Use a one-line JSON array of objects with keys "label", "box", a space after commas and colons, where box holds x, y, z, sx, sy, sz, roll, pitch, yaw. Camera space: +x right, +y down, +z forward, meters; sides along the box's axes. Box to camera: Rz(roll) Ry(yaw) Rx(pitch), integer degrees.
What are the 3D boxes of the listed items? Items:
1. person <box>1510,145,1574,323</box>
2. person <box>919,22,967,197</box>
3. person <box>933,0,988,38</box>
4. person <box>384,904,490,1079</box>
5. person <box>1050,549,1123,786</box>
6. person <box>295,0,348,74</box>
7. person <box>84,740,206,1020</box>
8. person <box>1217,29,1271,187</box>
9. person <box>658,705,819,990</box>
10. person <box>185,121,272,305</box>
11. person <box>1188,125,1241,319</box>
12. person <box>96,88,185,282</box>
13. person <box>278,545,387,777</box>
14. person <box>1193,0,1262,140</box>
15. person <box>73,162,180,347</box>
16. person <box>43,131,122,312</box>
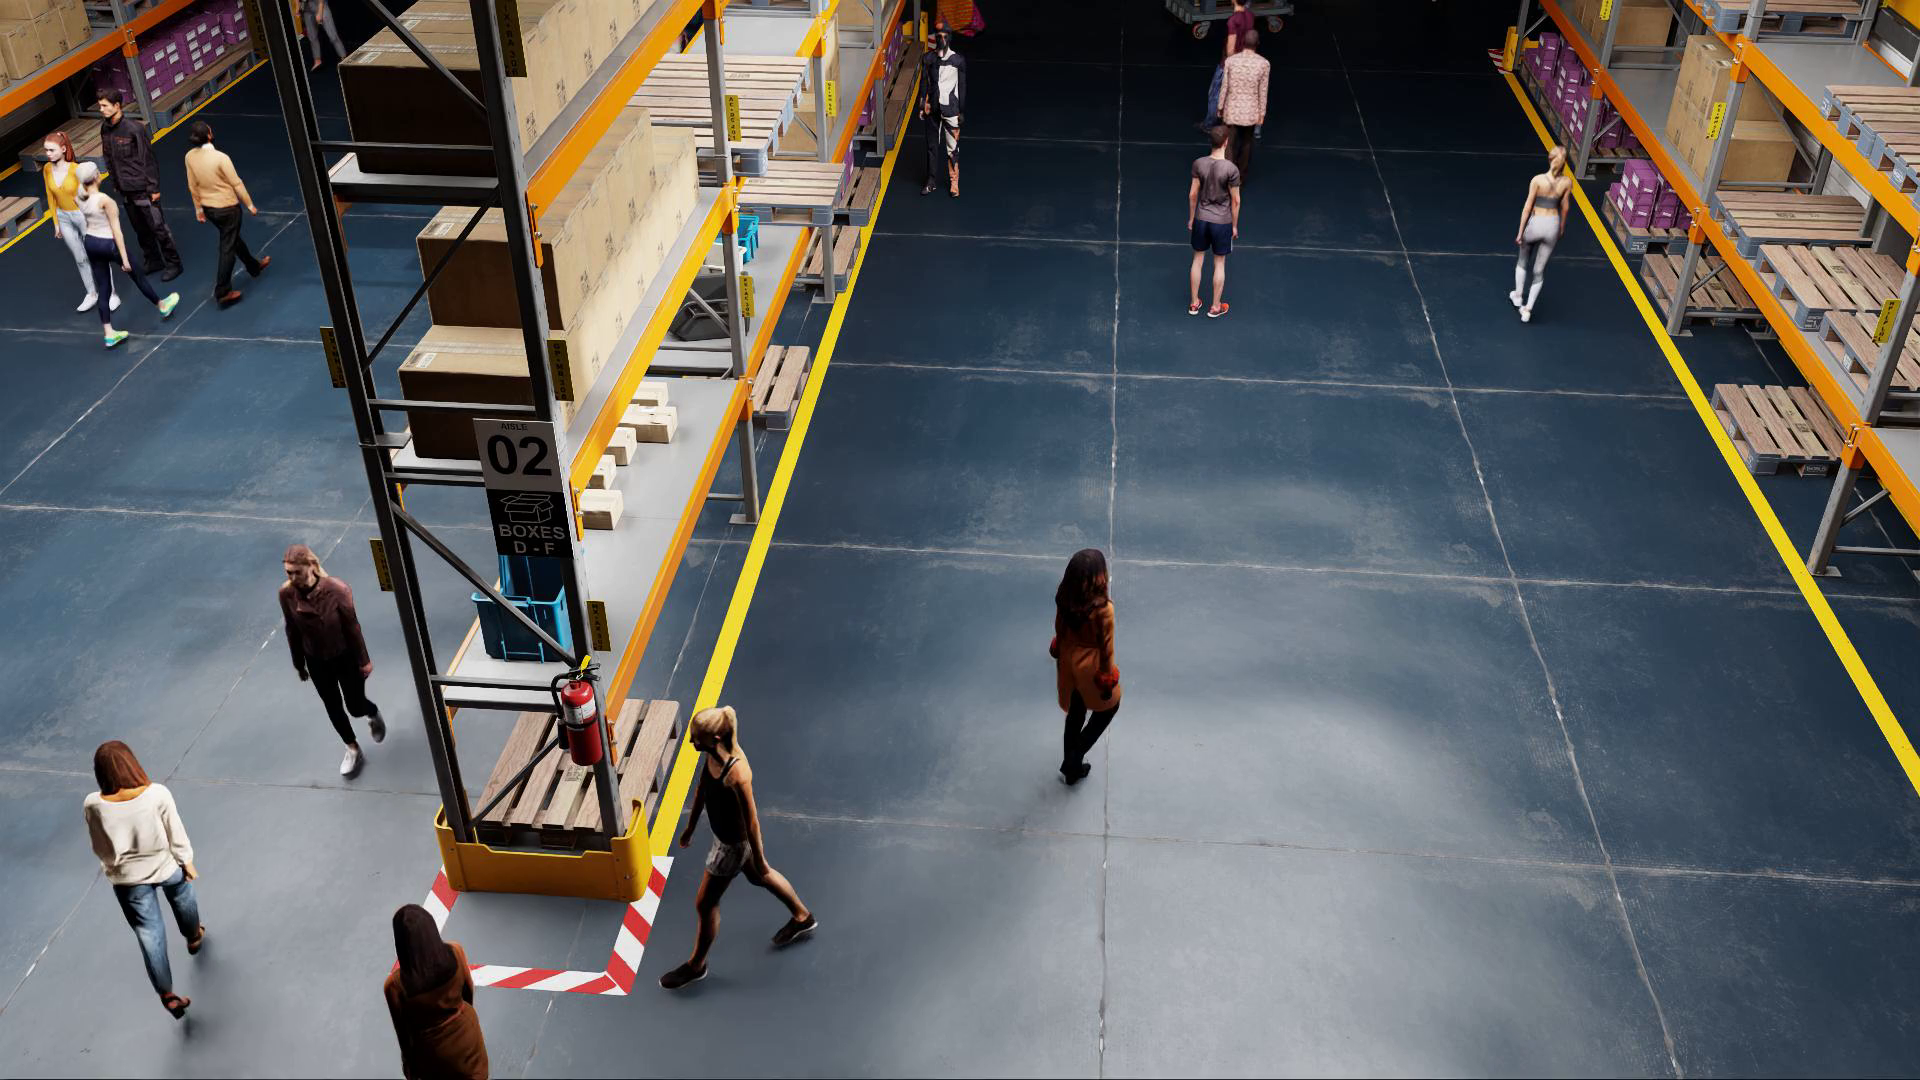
[{"label": "person", "box": [5.464, -2.844, 15.609, 0.638, 1.691, 0.792, 6, 34, 9]}, {"label": "person", "box": [-0.192, -4.733, 18.263, 0.699, 1.898, 0.613, 7, 34, 10]}, {"label": "person", "box": [-0.156, -7.837, 23.166, 1.179, 1.641, 1.164, 27, 42, 34]}, {"label": "person", "box": [-2.360, 2.408, 7.742, 0.963, 1.654, 1.008, -26, 42, -34]}, {"label": "person", "box": [0.703, 0.831, 10.063, 0.855, 1.711, 0.902, 29, 43, 36]}, {"label": "person", "box": [-8.463, -6.927, 21.779, 0.912, 1.661, 0.771, 25, 41, 32]}, {"label": "person", "box": [-4.243, 1.785, 8.685, 0.874, 1.647, 1.116, -9, 35, -14]}, {"label": "person", "box": [3.087, -4.664, 18.267, 0.726, 1.780, 1.072, 1, 34, 1]}, {"label": "person", "box": [-1.128, 1.558, 8.892, 0.999, 1.795, 1.167, -14, 36, -20]}, {"label": "person", "box": [-7.141, -3.117, 16.004, 0.890, 1.709, 1.243, 12, 36, 18]}, {"label": "person", "box": [2.382, -3.000, 15.693, 0.721, 1.858, 0.681, 15, 37, 22]}, {"label": "person", "box": [-8.112, -3.520, 16.397, 0.769, 1.945, 0.709, 12, 36, 18]}, {"label": "person", "box": [-3.854, 0.684, 10.301, 0.650, 1.691, 0.697, 0, 34, 0]}, {"label": "person", "box": [3.310, -5.578, 19.616, 1.199, 1.808, 1.214, -28, 43, -36]}, {"label": "person", "box": [-7.872, -2.580, 15.236, 0.774, 1.665, 1.160, 10, 35, 15]}, {"label": "person", "box": [-8.388, -3.021, 15.822, 0.588, 1.751, 0.547, 2, 34, 3]}]
